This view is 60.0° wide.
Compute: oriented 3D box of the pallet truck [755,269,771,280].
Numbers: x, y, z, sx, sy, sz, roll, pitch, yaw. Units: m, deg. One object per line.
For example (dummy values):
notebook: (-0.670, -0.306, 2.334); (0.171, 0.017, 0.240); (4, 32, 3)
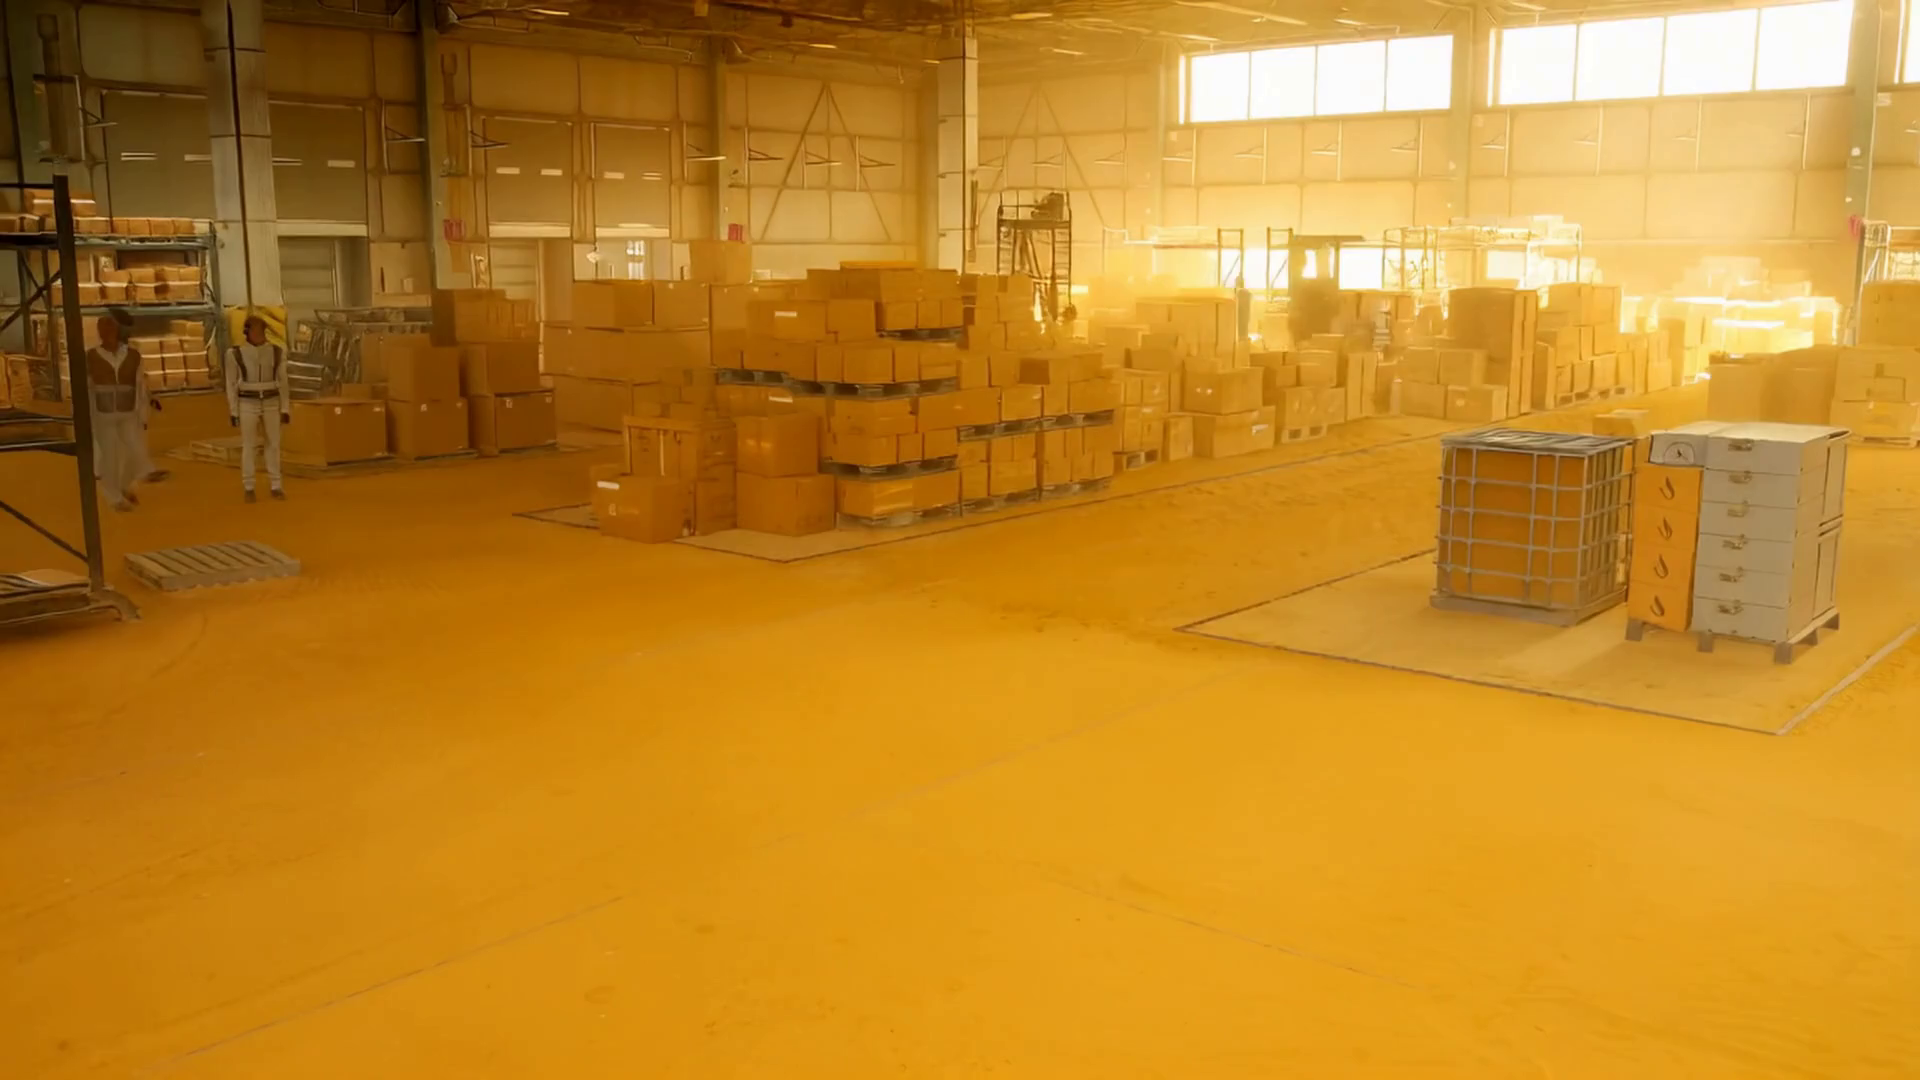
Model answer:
pallet truck: (-4.996, -6.432, 45.525); (1.885, 1.965, 0.823); (-6, 12, -32)

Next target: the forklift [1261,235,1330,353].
forklift: (7.439, -5.133, 35.615); (1.129, 2.768, 1.873); (-6, 12, -32)

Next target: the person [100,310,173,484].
person: (-9.006, -1.538, 18.010); (0.976, 1.875, 0.597); (1, 10, 7)

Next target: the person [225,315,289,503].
person: (-7.053, -1.317, 16.731); (0.574, 1.883, 0.355); (-7, 12, -35)

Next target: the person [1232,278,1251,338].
person: (5.968, -4.709, 35.986); (0.949, 1.894, 0.657); (4, 11, 23)

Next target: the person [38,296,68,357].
person: (-17.667, -3.989, 32.518); (0.547, 1.664, 0.745); (1, 10, 5)

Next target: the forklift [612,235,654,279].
forklift: (-7.300, -5.450, 37.421); (1.873, 2.768, 1.129); (8, 13, 40)

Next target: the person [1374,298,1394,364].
person: (7.946, -3.733, 31.229); (0.395, 1.626, 0.517); (-5, 11, -29)

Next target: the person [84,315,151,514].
person: (-8.115, -1.200, 15.979); (0.432, 1.908, 0.646); (8, 13, 39)
